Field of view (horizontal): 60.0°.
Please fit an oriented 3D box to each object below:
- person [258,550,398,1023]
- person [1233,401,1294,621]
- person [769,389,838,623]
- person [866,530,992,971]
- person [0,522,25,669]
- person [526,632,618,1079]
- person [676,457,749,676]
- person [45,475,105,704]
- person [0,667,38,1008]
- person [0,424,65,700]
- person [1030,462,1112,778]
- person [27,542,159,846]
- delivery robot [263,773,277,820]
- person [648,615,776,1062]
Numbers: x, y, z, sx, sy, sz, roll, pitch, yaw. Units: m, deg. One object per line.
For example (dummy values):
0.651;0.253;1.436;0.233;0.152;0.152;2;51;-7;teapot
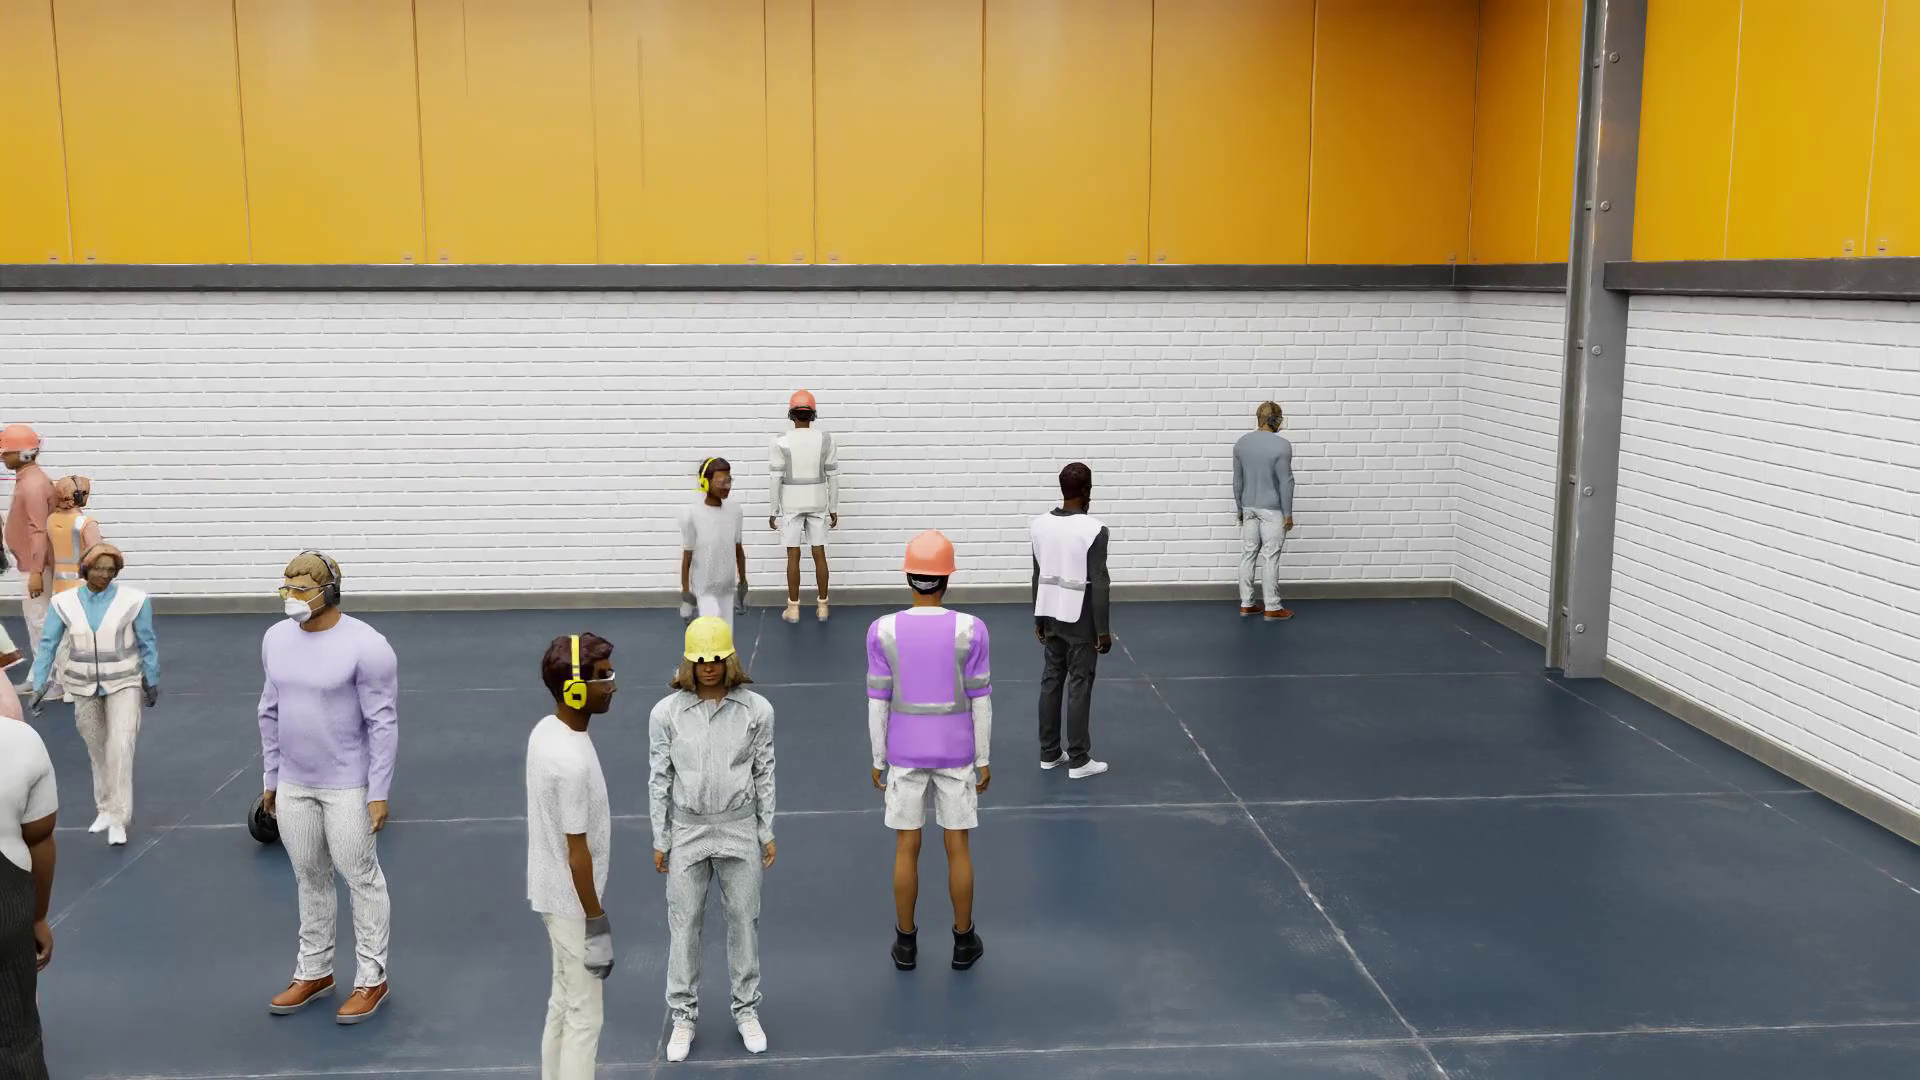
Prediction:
-2.578;0.996;6.780;0.627;1.941;0.371;3;10;18;person
2.681;-0.258;14.672;0.374;1.936;0.627;-7;12;-39;person
-1.375;-0.297;14.570;0.616;2.041;0.382;-3;9;-17;person
-0.130;0.920;7.259;0.542;1.939;0.364;0;9;3;person
-7.611;0.094;12.796;0.879;1.835;0.544;2;9;10;person
-1.266;1.229;5.583;0.348;1.861;0.528;-4;10;-23;person
-1.691;0.341;11.208;0.797;1.847;0.523;9;13;44;person
-6.191;0.362;11.698;0.514;1.641;0.308;4;10;23;person
-3.628;1.123;6.087;0.405;1.906;0.653;-6;11;-35;person
-6.617;0.165;11.879;0.500;1.985;0.682;-5;10;-30;person
0.663;0.484;10.095;0.398;1.910;0.587;-9;12;-43;person
-4.622;0.830;8.854;0.593;1.608;0.753;-2;9;-11;person
-3.429;1.281;9.030;0.477;0.478;0.707;3;9;17;delivery robot
-0.951;1.147;6.445;0.493;1.743;0.295;-2;9;-13;person
